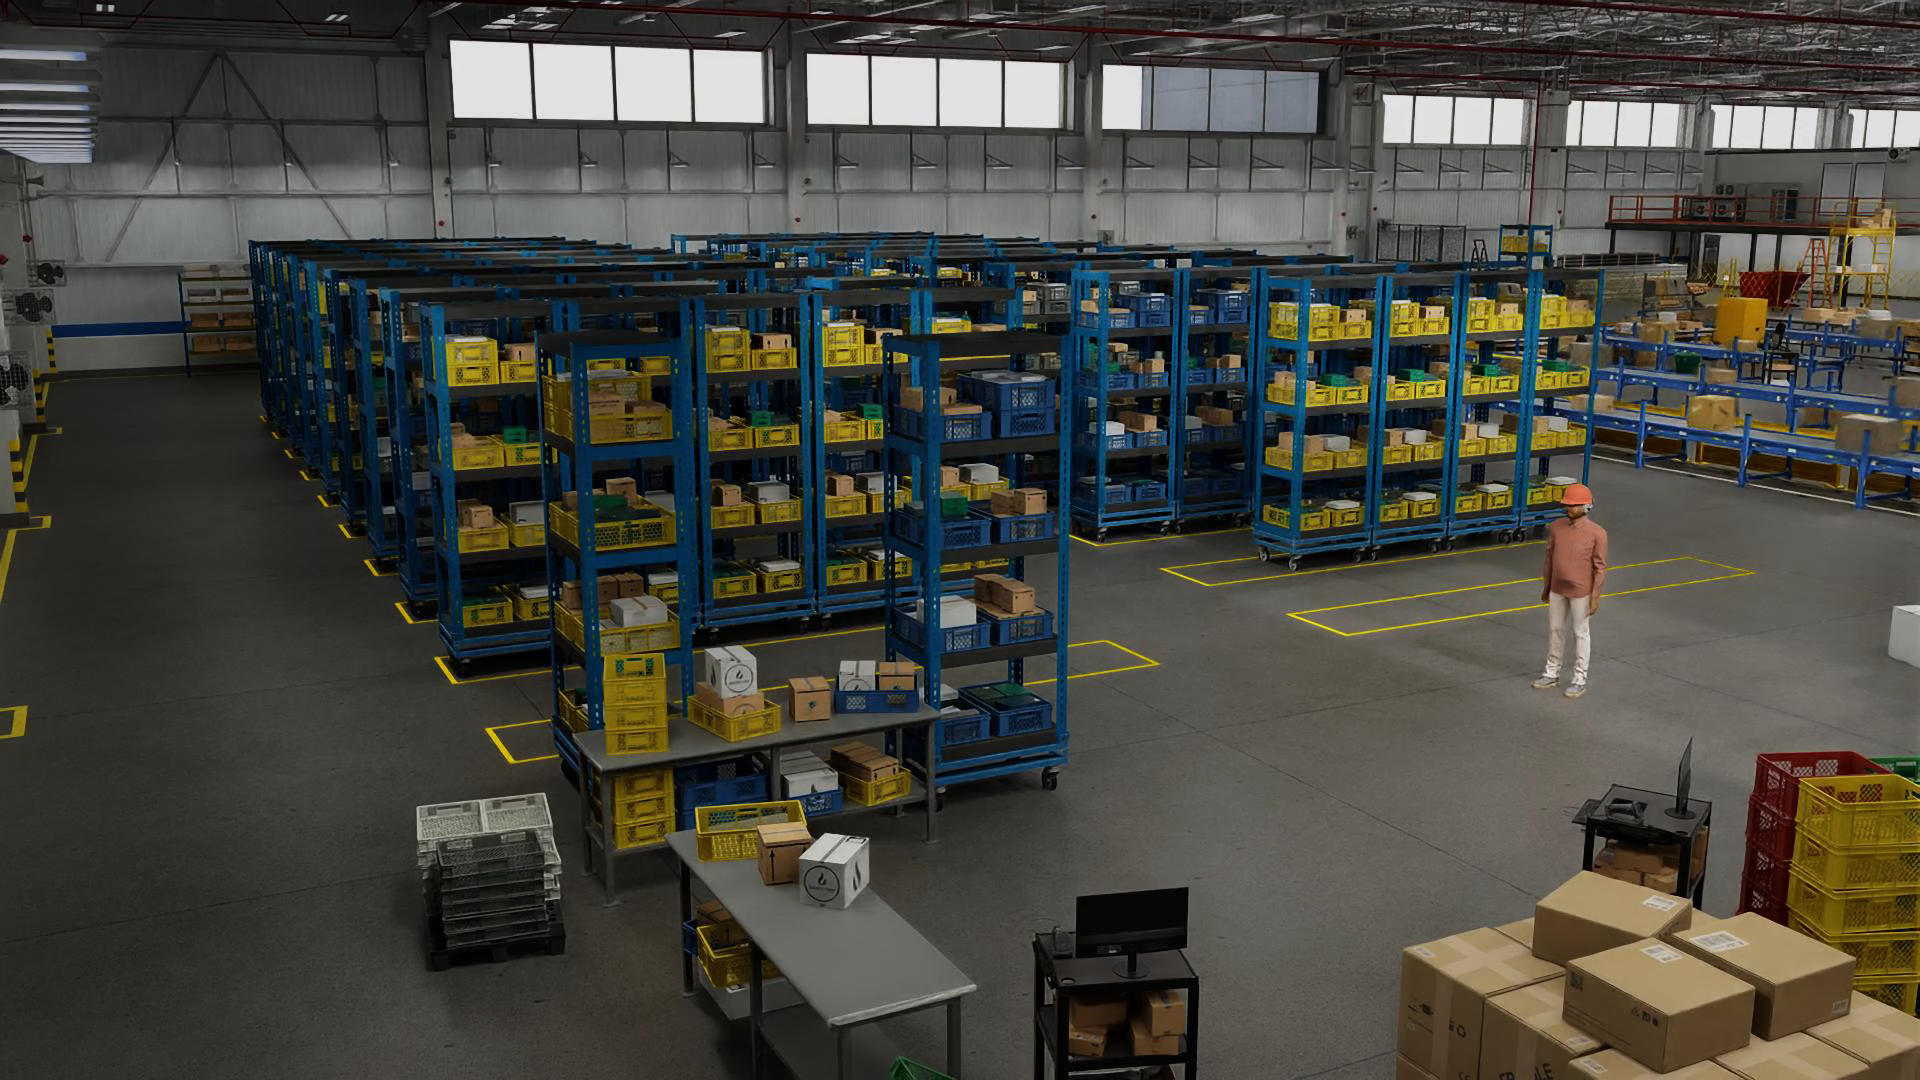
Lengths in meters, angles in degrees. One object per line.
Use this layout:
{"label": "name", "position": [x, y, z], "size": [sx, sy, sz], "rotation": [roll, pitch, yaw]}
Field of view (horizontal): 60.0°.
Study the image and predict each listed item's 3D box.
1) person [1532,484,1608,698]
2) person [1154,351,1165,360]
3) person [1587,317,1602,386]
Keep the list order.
{"label": "person", "position": [5.676, 0.459, 15.446], "size": [0.379, 1.996, 0.611], "rotation": [-8, 15, -35]}
{"label": "person", "position": [4.745, -4.436, 38.808], "size": [0.609, 1.787, 0.883], "rotation": [3, 12, 12]}
{"label": "person", "position": [14.338, -4.184, 37.725], "size": [0.327, 1.760, 0.523], "rotation": [-1, 12, -7]}
